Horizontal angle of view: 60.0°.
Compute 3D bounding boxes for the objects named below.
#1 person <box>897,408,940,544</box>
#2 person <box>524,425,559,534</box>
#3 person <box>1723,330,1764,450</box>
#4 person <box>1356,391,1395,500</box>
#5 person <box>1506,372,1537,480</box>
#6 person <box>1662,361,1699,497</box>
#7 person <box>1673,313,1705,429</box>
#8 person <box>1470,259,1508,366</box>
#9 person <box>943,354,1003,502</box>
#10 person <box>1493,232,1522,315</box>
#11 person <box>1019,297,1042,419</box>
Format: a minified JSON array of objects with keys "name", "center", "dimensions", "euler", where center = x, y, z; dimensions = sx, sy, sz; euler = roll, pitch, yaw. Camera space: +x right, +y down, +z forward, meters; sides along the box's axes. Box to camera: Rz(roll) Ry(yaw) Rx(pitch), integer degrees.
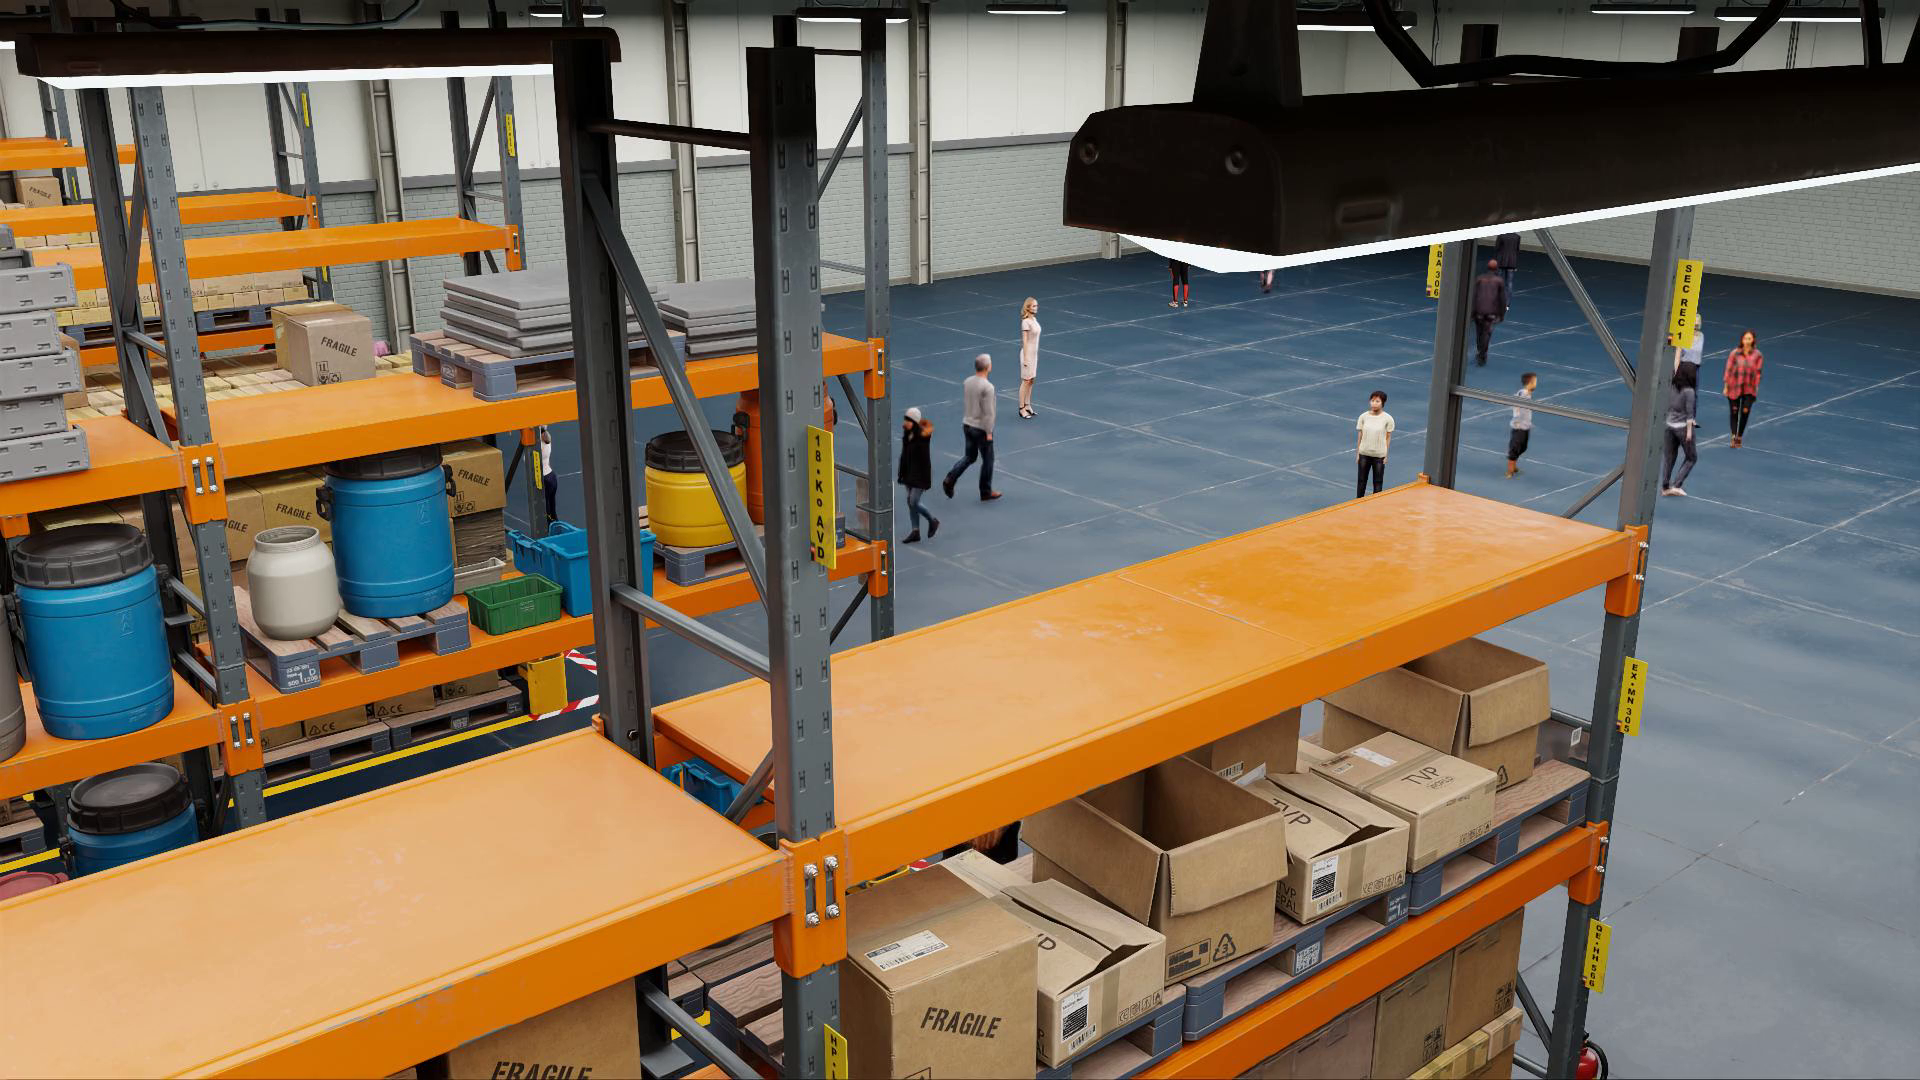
[{"name":"person","center":[-0.453,-0.759,19.381],"dimensions":[0.719,1.625,0.644],"euler":[-12,22,-34]},{"name":"person","center":[-4.667,-0.576,18.694],"dimensions":[0.734,1.702,0.665],"euler":[2,18,7]},{"name":"person","center":[11.053,-2.139,23.519],"dimensions":[0.725,1.687,0.753],"euler":[10,20,27]},{"name":"person","center":[5.042,-1.044,20.317],"dimensions":[0.652,1.587,0.615],"euler":[9,20,26]},{"name":"person","center":[7.443,-1.569,22.171],"dimensions":[0.803,1.437,0.578],"euler":[16,24,40]},{"name":"person","center":[9.058,-1.385,21.099],"dimensions":[0.701,1.752,0.703],"euler":[-7,19,-20]},{"name":"person","center":[10.746,-2.512,24.691],"dimensions":[1.132,1.671,1.106],"euler":[-1,18,-2]},{"name":"person","center":[9.120,-3.933,28.848],"dimensions":[0.984,1.798,1.228],"euler":[10,20,28]},{"name":"person","center":[0.159,-1.368,20.828],"dimensions":[1.072,1.888,0.774],"euler":[-12,22,-33]},{"name":"person","center":[9.938,-5.036,30.418],"dimensions":[0.818,1.781,0.792],"euler":[1,18,3]},{"name":"person","center":[1.046,-2.774,25.239],"dimensions":[0.705,1.829,0.568],"euler":[9,20,26]}]
